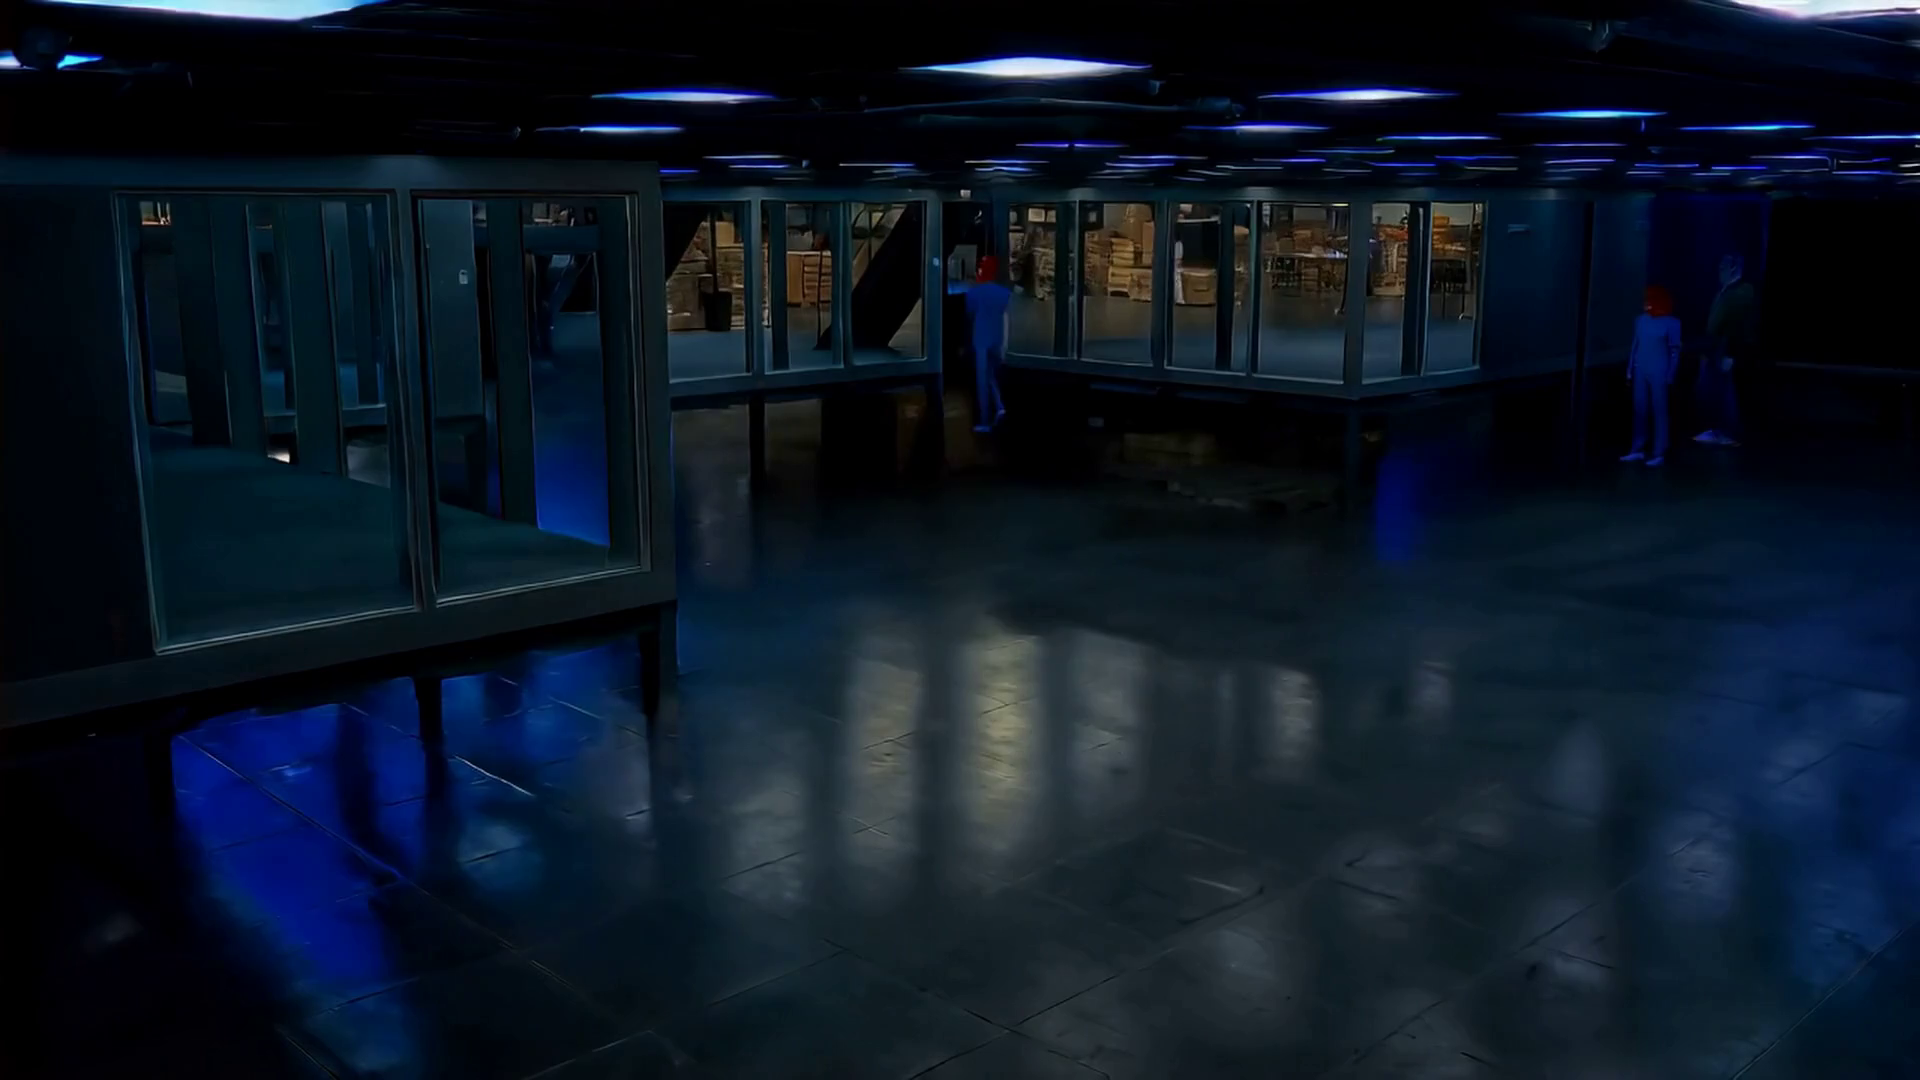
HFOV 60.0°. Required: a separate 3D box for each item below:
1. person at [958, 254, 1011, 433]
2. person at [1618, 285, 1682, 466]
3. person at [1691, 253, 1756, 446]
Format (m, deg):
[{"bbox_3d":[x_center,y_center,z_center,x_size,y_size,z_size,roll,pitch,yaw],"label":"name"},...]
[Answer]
[{"bbox_3d":[0.254,-2.038,17.334,0.527,1.855,0.418,-7,13,-30],"label":"person"},{"bbox_3d":[6.301,-1.496,15.146,0.278,1.633,0.498,-6,13,-28],"label":"person"},{"bbox_3d":[7.442,-1.854,16.282,0.557,1.887,0.673,1,11,4],"label":"person"}]
